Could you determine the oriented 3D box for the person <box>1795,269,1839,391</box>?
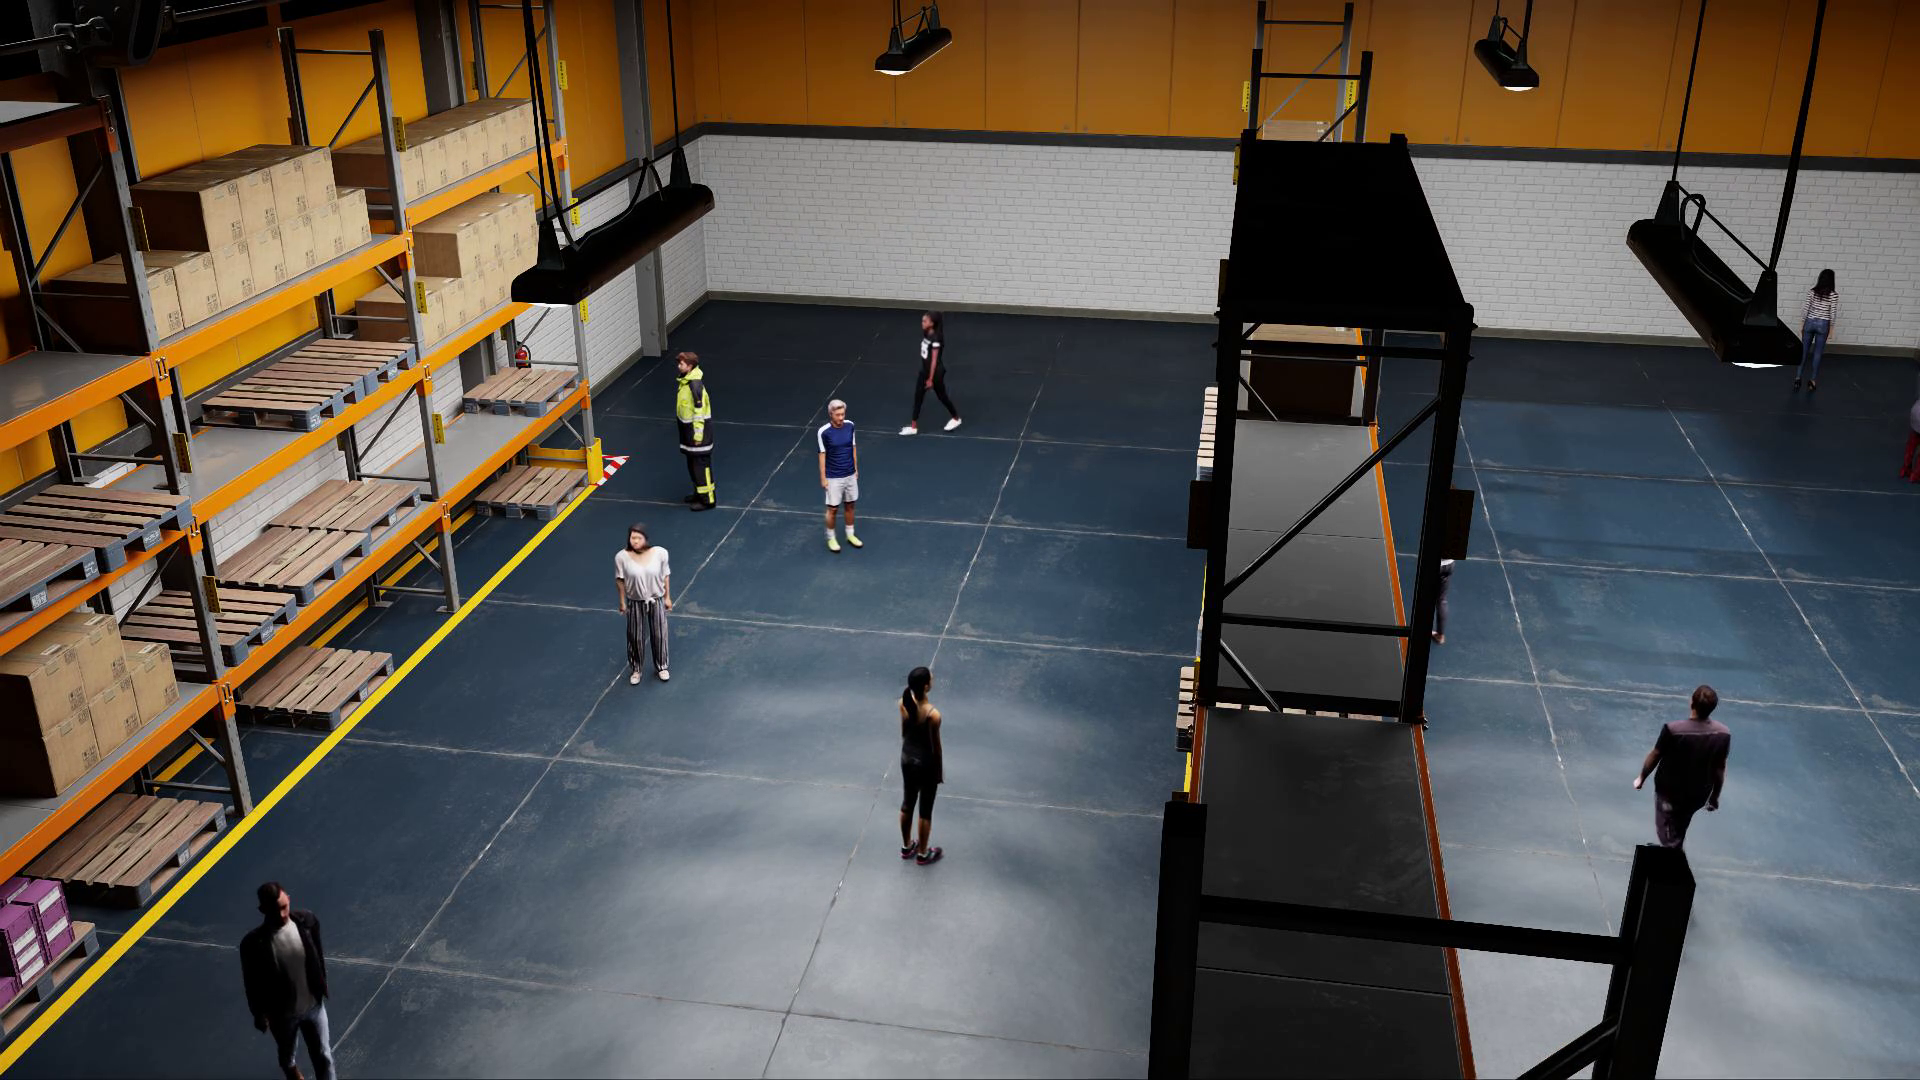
[{"bbox_3d":[12.555,-3.087,24.390,0.660,1.796,0.659,19,30,36],"label":"person"}]

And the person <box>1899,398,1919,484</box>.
[{"bbox_3d":[12.132,-1.564,21.020,0.722,1.705,0.581,0,24,0],"label":"person"}]

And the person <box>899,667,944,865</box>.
[{"bbox_3d":[-0.335,1.796,13.309,0.642,1.726,0.663,17,29,34],"label":"person"}]

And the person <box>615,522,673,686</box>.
[{"bbox_3d":[-3.046,0.590,16.126,0.780,1.679,0.774,-6,24,-12],"label":"person"}]

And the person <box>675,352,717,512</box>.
[{"bbox_3d":[-3.196,-1.333,20.148,0.921,1.981,0.824,-12,26,-25],"label":"person"}]

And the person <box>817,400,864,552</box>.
[{"bbox_3d":[-1.388,-0.766,19.040,0.729,1.829,0.792,-16,28,-33],"label":"person"}]

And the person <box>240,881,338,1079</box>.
[{"bbox_3d":[-4.287,2.927,10.618,1.169,1.808,1.191,-18,29,-35],"label":"person"}]

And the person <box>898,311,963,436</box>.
[{"bbox_3d":[-0.297,-2.240,22.595,1.155,1.683,1.171,-12,26,-25],"label":"person"}]

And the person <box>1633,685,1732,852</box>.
[{"bbox_3d":[5.542,2.012,12.718,0.925,1.802,1.292,-1,24,-3],"label":"person"}]
